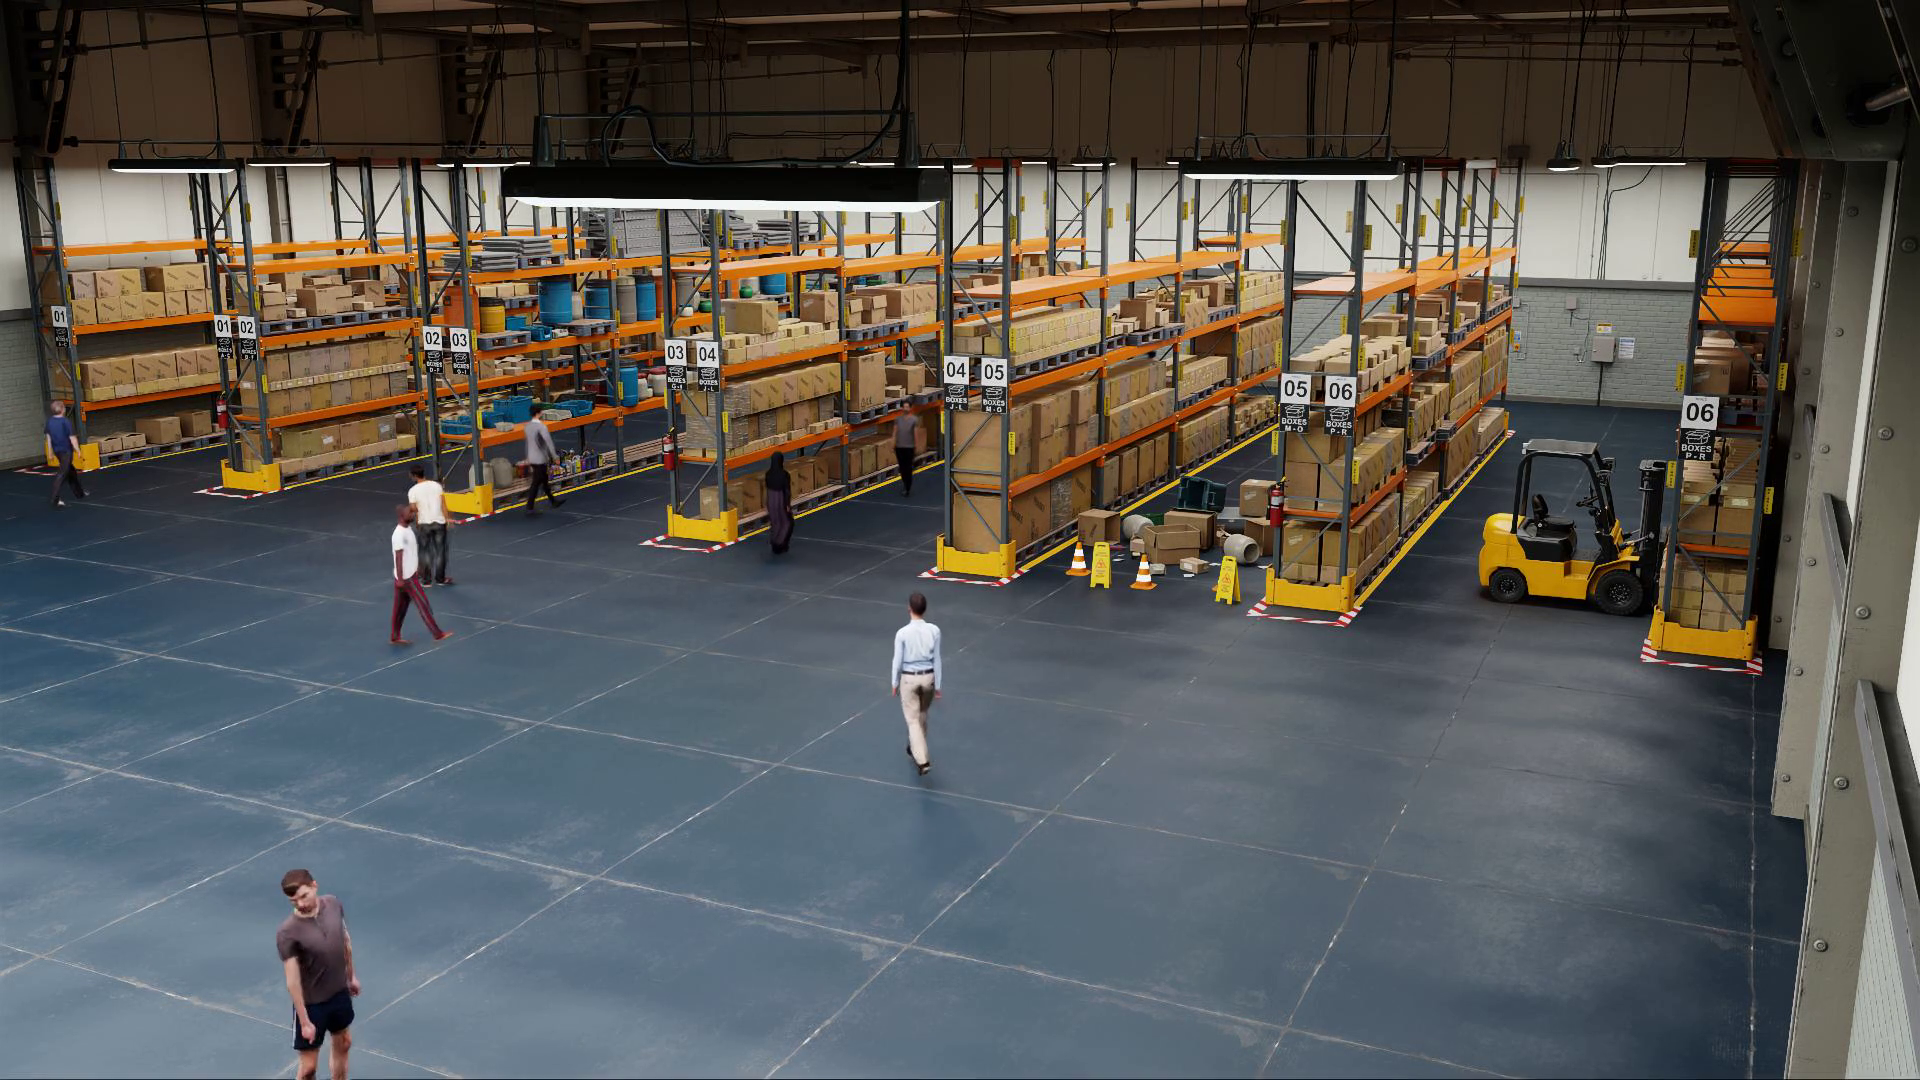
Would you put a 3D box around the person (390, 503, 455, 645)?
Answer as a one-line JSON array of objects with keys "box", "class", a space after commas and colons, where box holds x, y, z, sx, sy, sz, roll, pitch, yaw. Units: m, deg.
[{"box": [-7.018, 0.450, 20.823, 1.088, 1.804, 1.097, -2, 13, -10], "class": "person"}]

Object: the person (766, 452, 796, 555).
[{"box": [-2.833, -0.554, 25.604, 0.604, 1.603, 0.793, 5, 14, 22], "class": "person"}]

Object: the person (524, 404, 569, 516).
[{"box": [-7.281, -1.338, 28.377, 1.266, 1.880, 1.038, -11, 17, -40], "class": "person"}]

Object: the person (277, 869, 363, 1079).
[{"box": [-3.979, 2.842, 10.445, 0.842, 1.827, 0.505, 2, 13, 9], "class": "person"}]

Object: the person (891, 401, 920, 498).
[{"box": [-0.973, -1.651, 30.111, 0.735, 1.706, 1.211, 4, 13, 15], "class": "person"}]

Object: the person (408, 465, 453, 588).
[{"box": [-7.522, -0.213, 23.757, 0.787, 1.771, 0.903, -3, 13, -14], "class": "person"}]

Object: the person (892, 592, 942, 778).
[{"box": [-0.407, 1.455, 16.455, 1.155, 1.816, 1.239, -4, 14, -18], "class": "person"}]

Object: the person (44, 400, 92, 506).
[{"box": [-15.748, -1.475, 29.102, 0.817, 1.819, 1.258, 3, 13, 15], "class": "person"}]
